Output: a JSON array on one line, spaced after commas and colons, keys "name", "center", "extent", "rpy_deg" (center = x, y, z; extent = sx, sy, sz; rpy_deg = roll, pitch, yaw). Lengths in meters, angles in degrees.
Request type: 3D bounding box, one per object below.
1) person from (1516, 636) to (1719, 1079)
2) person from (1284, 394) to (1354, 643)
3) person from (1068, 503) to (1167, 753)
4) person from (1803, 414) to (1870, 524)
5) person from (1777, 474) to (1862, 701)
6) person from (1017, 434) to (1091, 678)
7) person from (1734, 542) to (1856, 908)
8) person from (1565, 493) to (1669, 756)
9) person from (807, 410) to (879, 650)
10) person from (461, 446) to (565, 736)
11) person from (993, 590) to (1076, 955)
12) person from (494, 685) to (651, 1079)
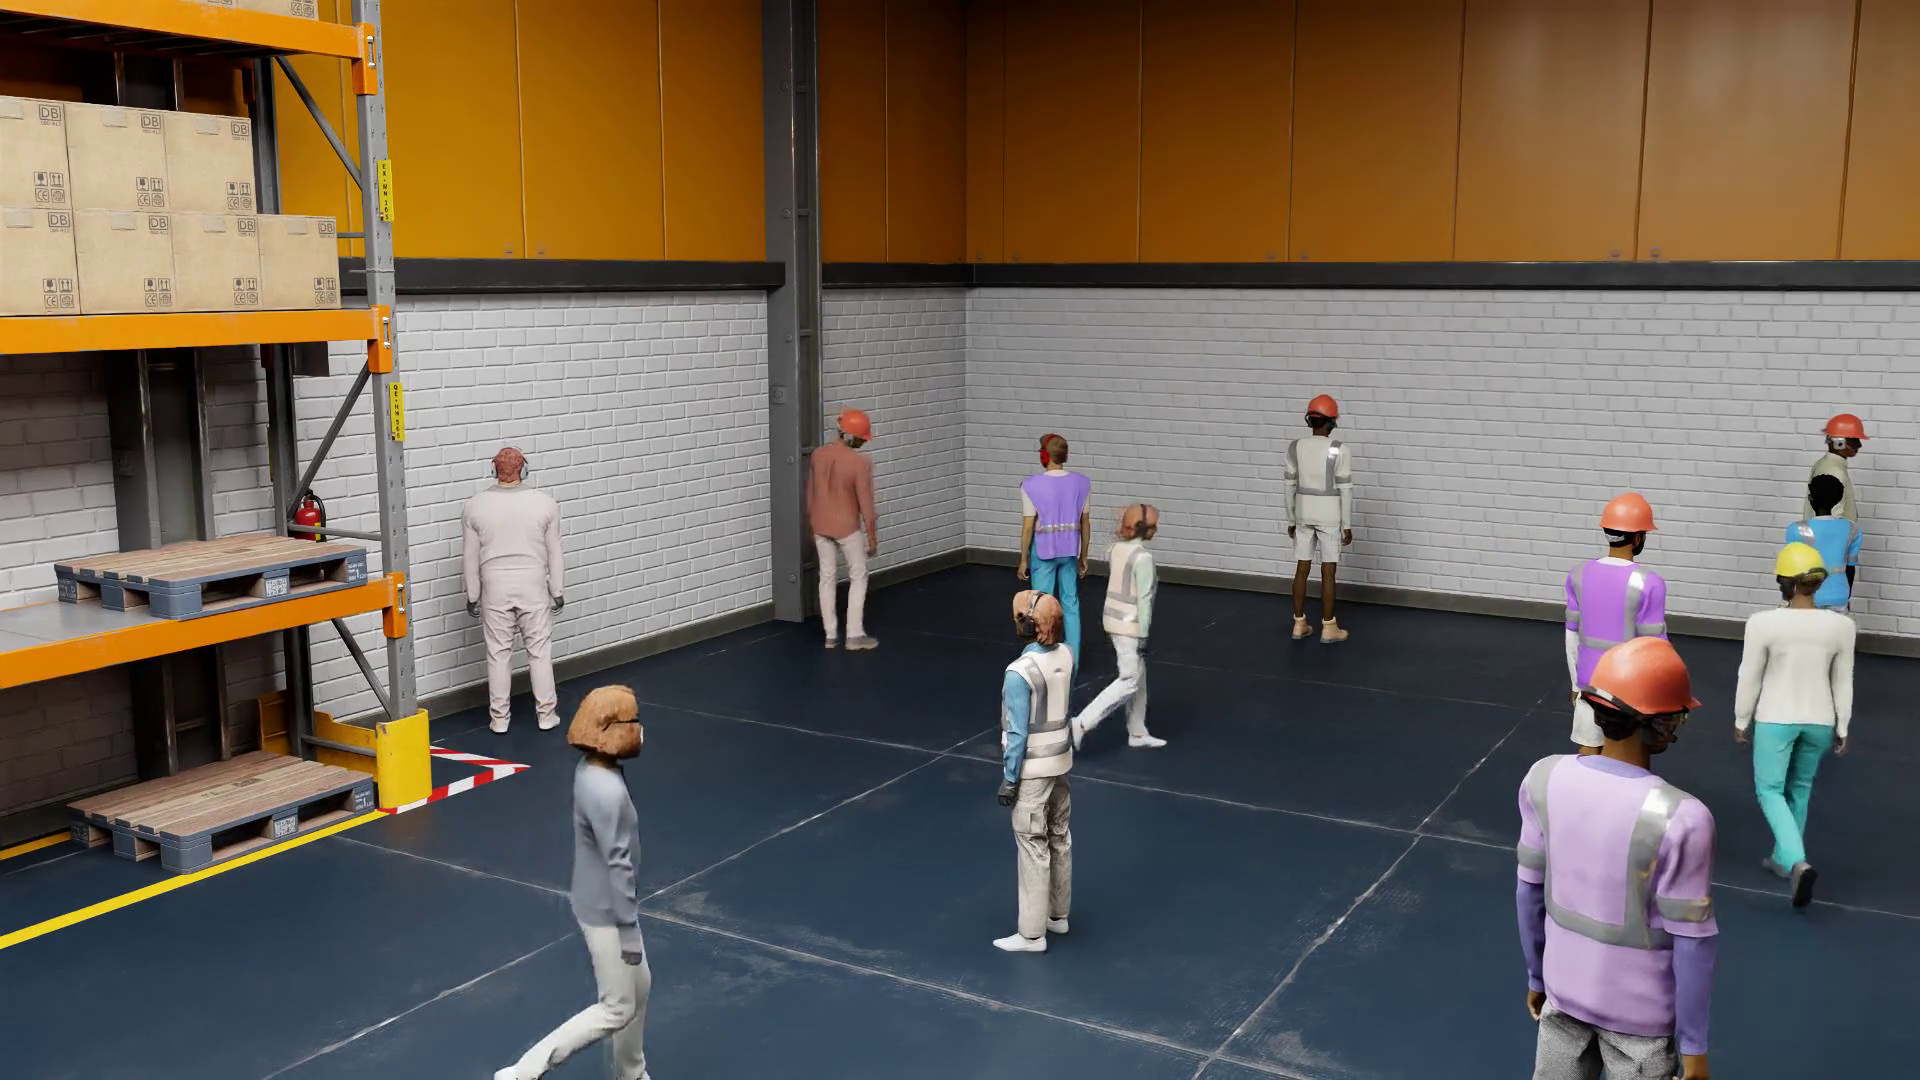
[{"name": "person", "center": [1.842, 1.273, 4.668], "extent": [0.377, 2.044, 0.608], "rpy_deg": [-6, 11, -32]}, {"name": "person", "center": [2.962, -0.175, 13.705], "extent": [0.606, 2.046, 0.371], "rpy_deg": [7, 12, 38]}, {"name": "person", "center": [0.990, 0.565, 10.439], "extent": [0.683, 1.608, 0.543], "rpy_deg": [-3, 9, -16]}, {"name": "person", "center": [6.536, 0.046, 12.481], "extent": [0.397, 1.990, 0.622], "rpy_deg": [3, 10, 17]}, {"name": "person", "center": [5.759, 0.402, 11.183], "extent": [0.541, 1.696, 0.316], "rpy_deg": [-1, 9, -8]}, {"name": "person", "center": [0.708, 0.133, 12.396], "extent": [0.573, 1.843, 0.376], "rpy_deg": [-4, 10, -22]}, {"name": "person", "center": [4.060, 0.886, 8.056], "extent": [0.536, 1.742, 0.756], "rpy_deg": [1, 9, 3]}, {"name": "person", "center": [3.315, 0.728, 8.397], "extent": [0.354, 1.939, 0.544], "rpy_deg": [-7, 11, -35]}, {"name": "person", "center": [-0.967, -0.072, 13.391], "extent": [0.661, 1.949, 0.392], "rpy_deg": [5, 10, 29]}, {"name": "person", "center": [-2.933, 0.332, 10.968], "extent": [0.644, 1.907, 0.400], "rpy_deg": [-2, 9, -12]}, {"name": "person", "center": [0.348, 1.028, 7.441], "extent": [0.307, 1.645, 0.514], "rpy_deg": [5, 11, 31]}, {"name": "person", "center": [-1.296, 1.301, 5.819], "extent": [0.600, 1.613, 0.509], "rpy_deg": [-2, 9, -15]}]
